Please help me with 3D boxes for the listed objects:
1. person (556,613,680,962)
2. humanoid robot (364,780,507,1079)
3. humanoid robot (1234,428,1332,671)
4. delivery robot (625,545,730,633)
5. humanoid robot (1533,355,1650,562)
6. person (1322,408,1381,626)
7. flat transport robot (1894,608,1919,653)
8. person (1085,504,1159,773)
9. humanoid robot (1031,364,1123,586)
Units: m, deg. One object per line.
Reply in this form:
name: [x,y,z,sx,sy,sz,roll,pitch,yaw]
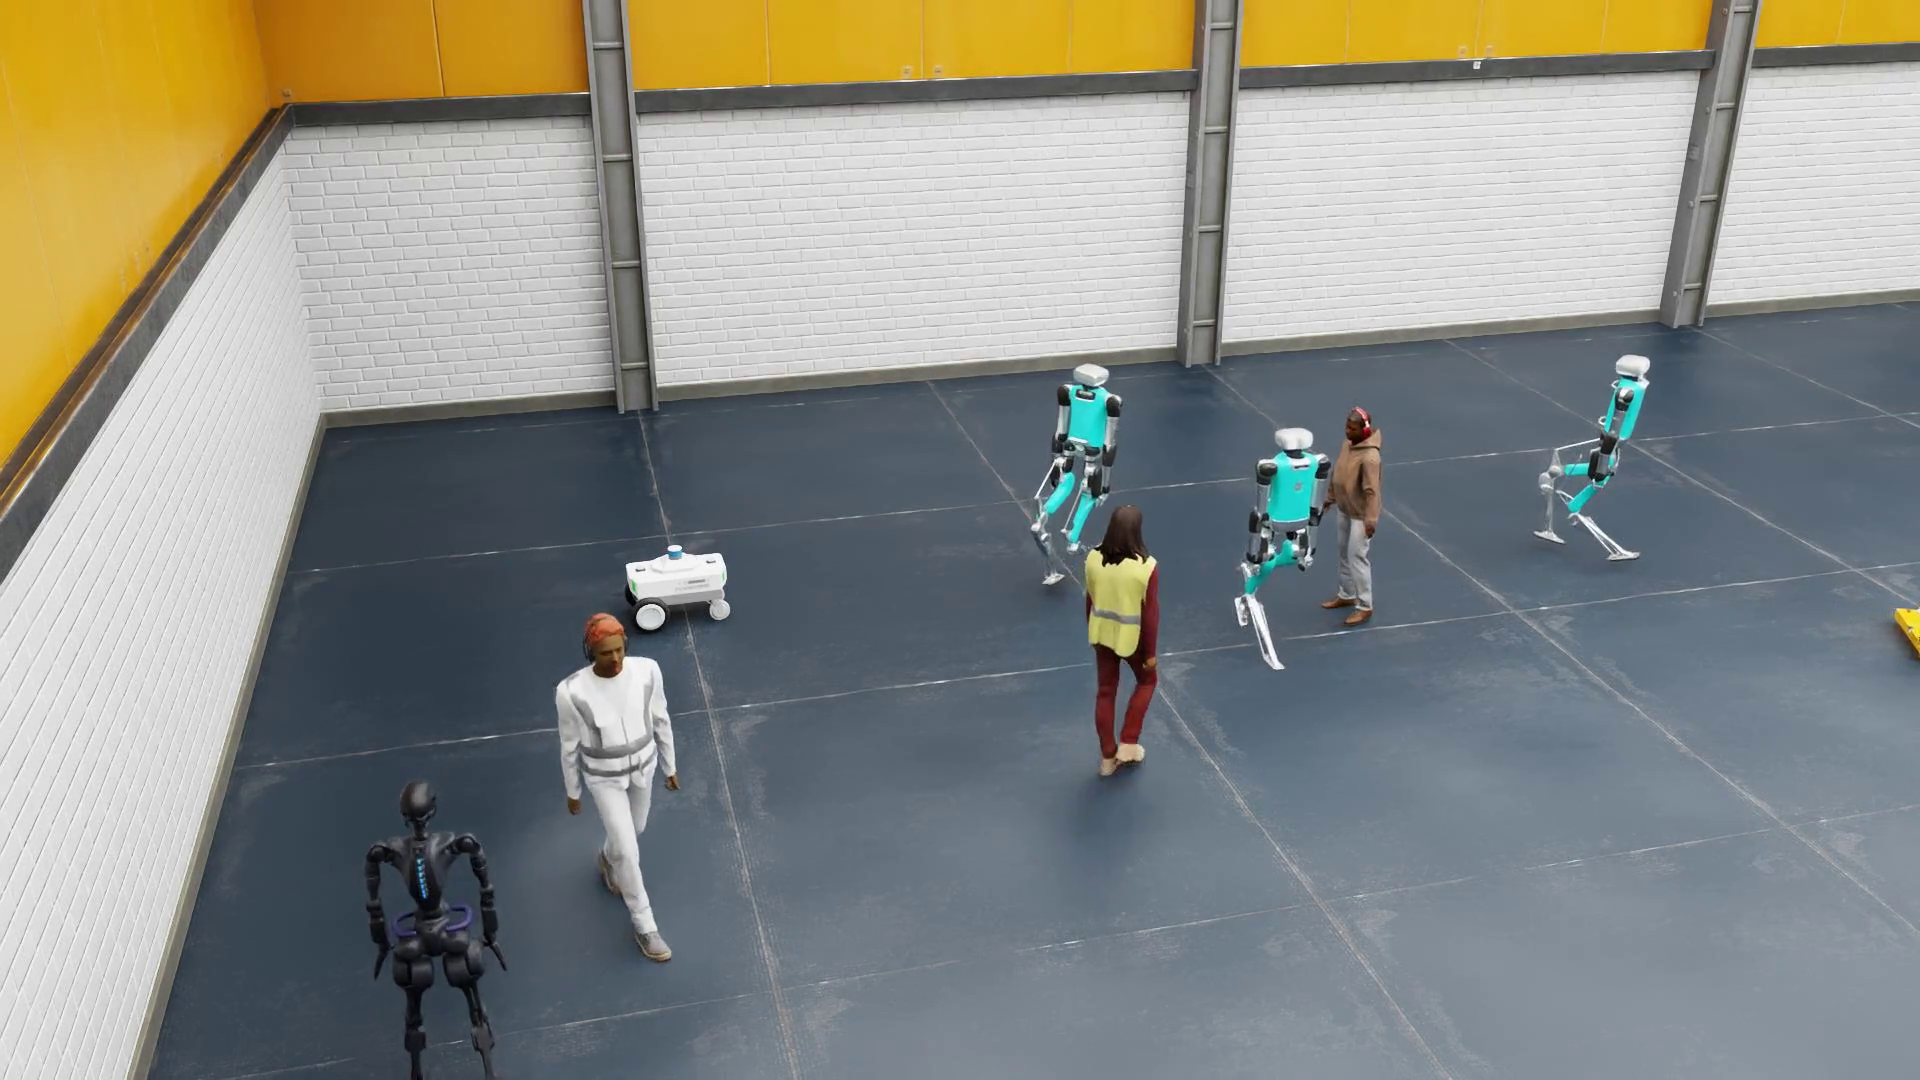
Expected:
person: [-1.785,1.199,8.684,0.582,1.843,0.934,-16,28,-32]
humanoid robot: [-2.356,1.833,7.462,0.590,1.637,0.412,-5,24,-11]
humanoid robot: [2.121,-0.045,11.668,0.543,1.775,0.935,-7,25,-16]
delivery robot: [-2.105,0.340,12.251,0.804,0.610,0.499,-7,25,-15]
humanoid robot: [4.895,-0.641,13.025,1.050,1.732,0.543,14,28,29]
person: [2.866,-0.197,12.097,0.321,1.642,0.545,-7,25,-15]
flat transport robot: [7.519,0.684,11.806,1.431,0.231,0.659,5,24,10]
person: [0.993,0.605,10.139,0.498,1.756,0.477,13,27,27]
humanoid robot: [0.831,-0.417,12.489,0.539,1.725,1.015,15,28,30]
